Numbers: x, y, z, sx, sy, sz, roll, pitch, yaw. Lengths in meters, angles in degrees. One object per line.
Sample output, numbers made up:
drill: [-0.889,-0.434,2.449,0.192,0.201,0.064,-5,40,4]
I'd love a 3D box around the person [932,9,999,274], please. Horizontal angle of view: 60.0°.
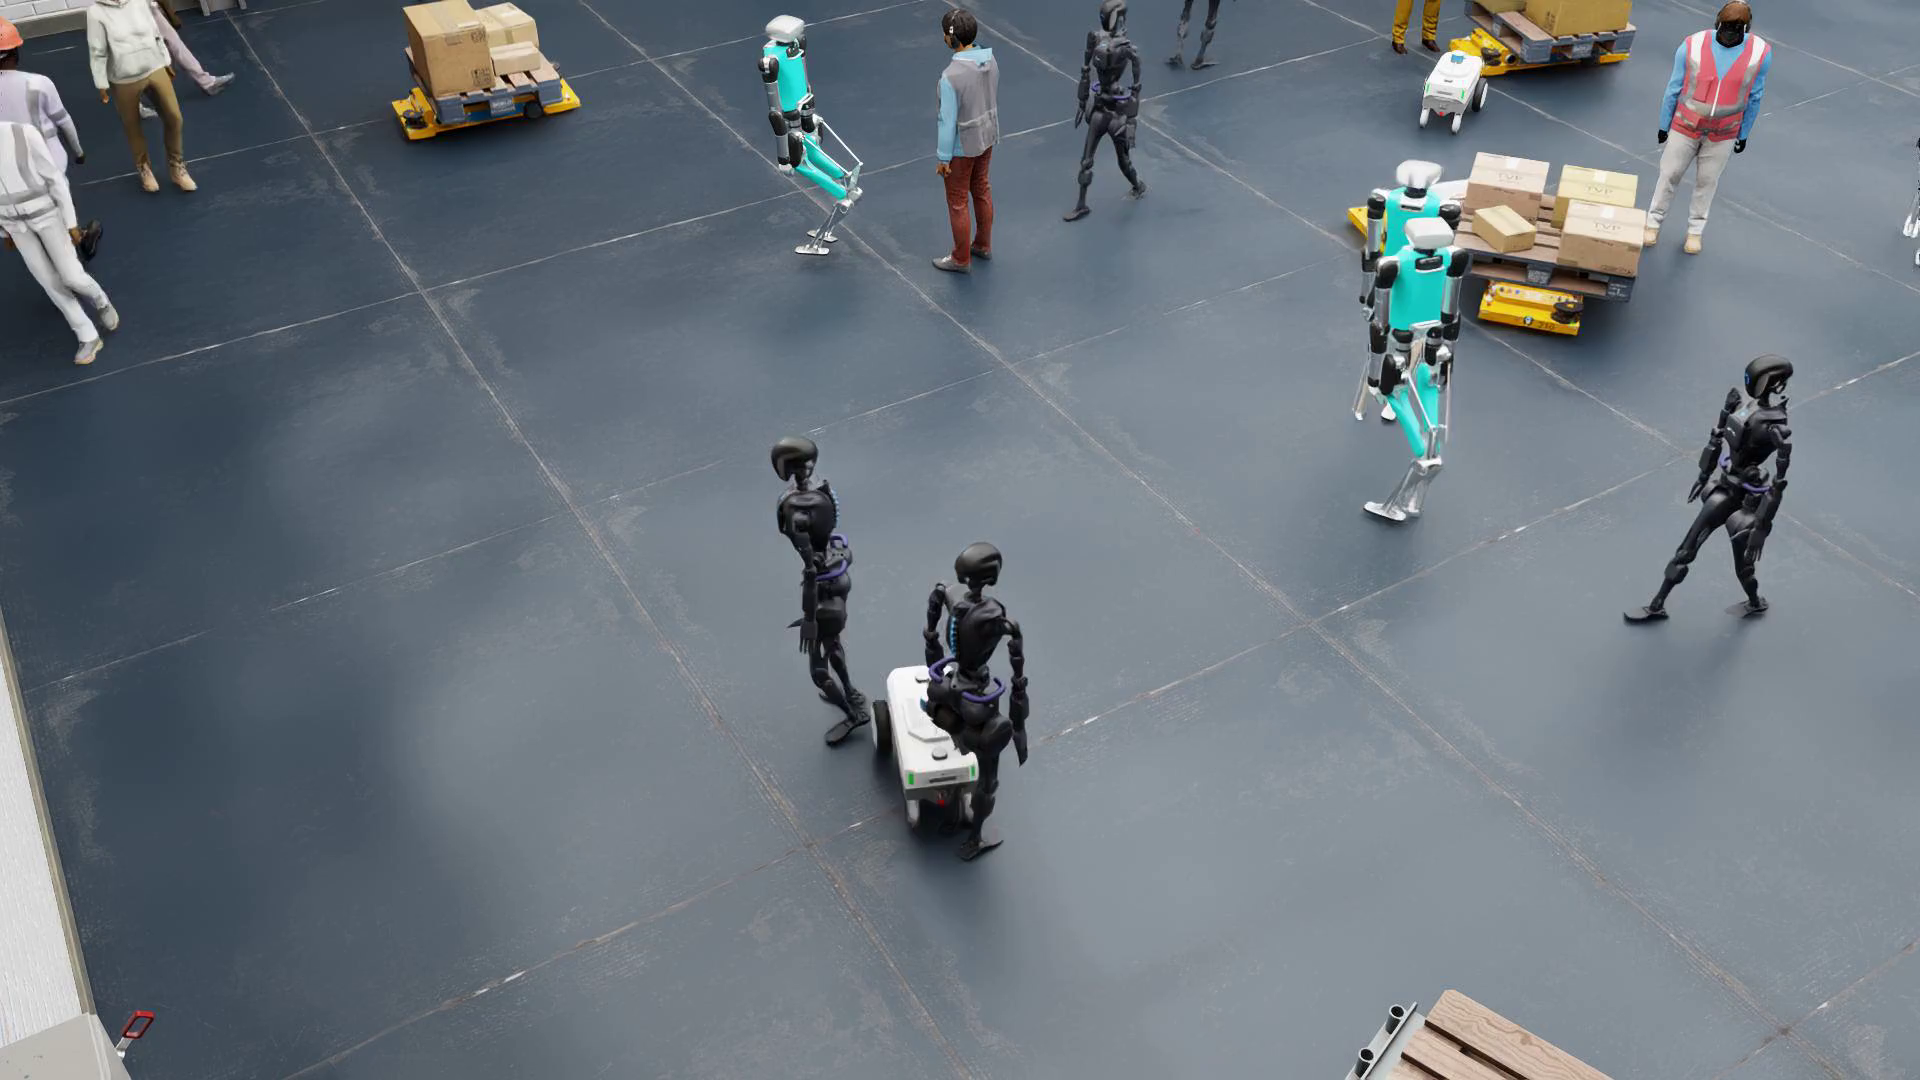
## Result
person: [0.050,-2.709,11.424,0.419,1.870,0.543,25,45,28]

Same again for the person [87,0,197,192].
person: [-6.133,-3.411,12.395,0.607,1.742,0.633,-29,47,-31]

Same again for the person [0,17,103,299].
person: [-6.234,-2.604,11.278,0.543,1.870,0.999,0,38,-1]

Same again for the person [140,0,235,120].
person: [-6.620,-4.366,13.579,1.005,1.778,0.579,-26,45,-29]

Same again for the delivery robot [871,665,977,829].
delivery robot: [-0.139,0.937,7.892,0.499,0.610,0.814,-6,39,-8]

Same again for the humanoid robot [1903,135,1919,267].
humanoid robot: [7.042,-2.840,11.694,0.536,1.759,0.924,22,43,25]

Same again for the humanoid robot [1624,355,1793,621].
humanoid robot: [3.971,-0.210,8.473,0.790,1.629,0.611,-8,39,-10]

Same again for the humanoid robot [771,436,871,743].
humanoid robot: [-0.641,0.217,7.886,0.388,1.638,0.583,-2,38,-3]

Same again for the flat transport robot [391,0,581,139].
flat transport robot: [-3.981,-3.693,13.951,1.431,0.231,0.659,-17,42,-21]

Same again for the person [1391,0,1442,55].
person: [4.139,-5.142,14.592,0.527,1.750,0.343,-8,39,-10]

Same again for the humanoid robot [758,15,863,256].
humanoid robot: [-0.958,-2.746,11.469,0.735,1.674,0.533,14,40,17]

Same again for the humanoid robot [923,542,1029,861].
humanoid robot: [0.051,0.715,7.271,0.592,1.650,0.346,29,47,32]

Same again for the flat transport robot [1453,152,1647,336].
flat transport robot: [4.078,-1.910,11.702,0.659,0.231,1.431,13,40,16]

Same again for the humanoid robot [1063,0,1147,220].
humanoid robot: [1.126,-3.153,12.191,0.781,1.645,0.601,-31,48,-33]

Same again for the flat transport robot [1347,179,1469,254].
flat transport robot: [3.674,-2.403,12.324,1.431,0.231,0.659,-10,39,-12]

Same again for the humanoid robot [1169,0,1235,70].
humanoid robot: [2.109,-4.890,14.327,0.599,1.637,0.415,15,41,18]

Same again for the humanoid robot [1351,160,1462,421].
humanoid robot: [2.689,-1.515,10.022,0.561,1.792,0.675,16,41,19]

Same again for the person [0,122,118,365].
person: [-5.892,-2.006,10.553,0.626,1.843,0.495,-5,39,-6]

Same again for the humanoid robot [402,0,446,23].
humanoid robot: [-5.015,-5.569,15.191,0.640,1.638,0.606,-27,46,-30]

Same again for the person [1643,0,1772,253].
person: [5.231,-2.894,11.691,0.629,1.836,0.431,12,40,15]

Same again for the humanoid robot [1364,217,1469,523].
humanoid robot: [2.563,-0.813,9.167,0.532,1.811,0.789,-10,40,-13]

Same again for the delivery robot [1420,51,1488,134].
delivery robot: [4.089,-3.769,13.815,0.499,0.592,0.774,16,41,19]

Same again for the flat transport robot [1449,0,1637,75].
flat transport robot: [5.190,-4.430,14.881,1.431,0.231,0.659,-9,39,-11]
